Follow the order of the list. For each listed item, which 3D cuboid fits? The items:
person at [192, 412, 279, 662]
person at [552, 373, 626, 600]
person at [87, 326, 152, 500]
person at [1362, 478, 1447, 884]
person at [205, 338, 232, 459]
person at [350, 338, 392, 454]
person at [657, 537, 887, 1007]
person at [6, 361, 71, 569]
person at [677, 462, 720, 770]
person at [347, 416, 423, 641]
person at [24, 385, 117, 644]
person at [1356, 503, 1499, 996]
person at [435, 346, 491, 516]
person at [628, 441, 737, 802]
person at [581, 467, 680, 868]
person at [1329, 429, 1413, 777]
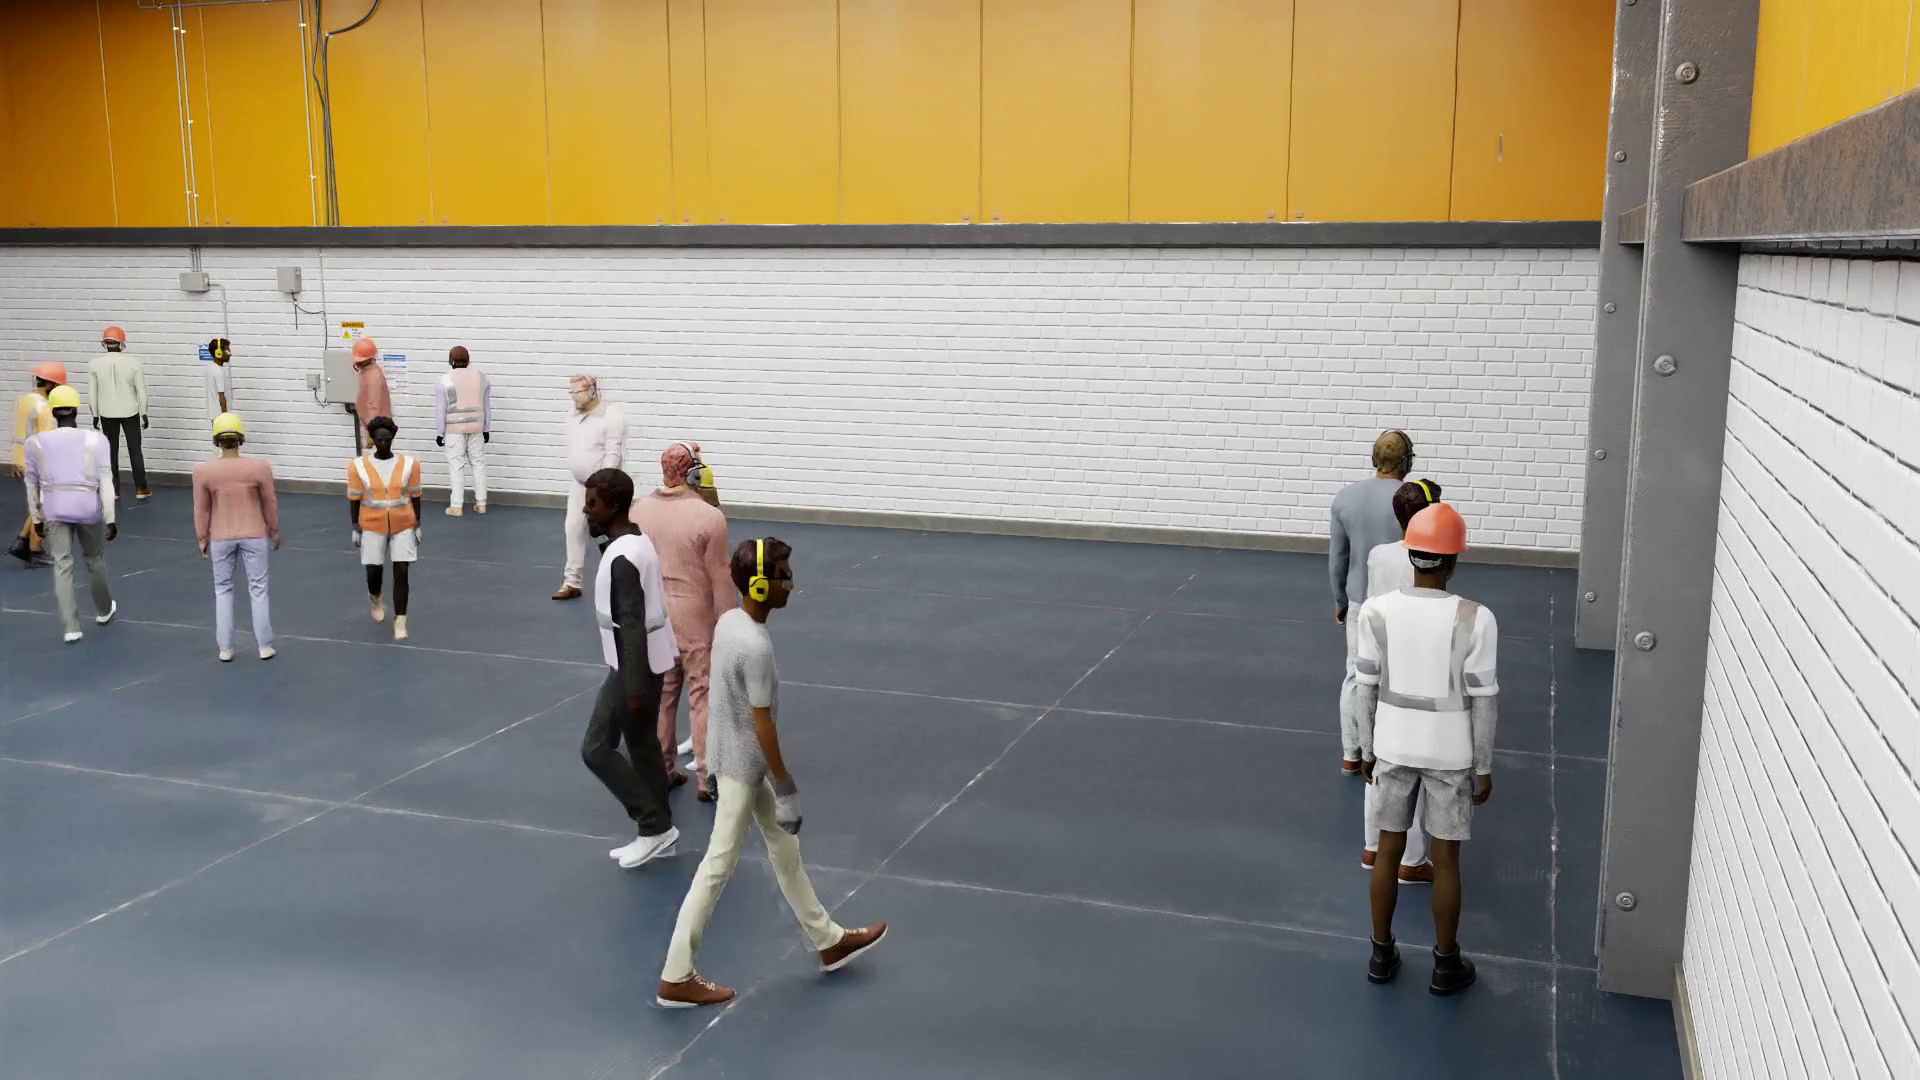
[{"bbox_3d":[-5.078,-0.012,11.685,0.537,1.766,0.323,-3,11,-17],"label":"person"},{"bbox_3d":[-3.081,-0.428,13.721,0.632,1.861,0.860,5,11,26],"label":"person"},{"bbox_3d":[-9.691,-1.462,19.184,0.614,1.993,0.395,-3,10,-16],"label":"person"},{"bbox_3d":[2.078,0.646,7.661,0.328,1.872,0.511,-5,11,-28],"label":"person"},{"bbox_3d":[-8.447,-1.373,19.048,0.310,1.864,0.532,-8,13,-37],"label":"person"},{"bbox_3d":[-6.345,-1.221,17.994,0.421,1.950,0.790,-4,11,-21],"label":"person"},{"bbox_3d":[-0.743,0.893,6.425,0.984,1.817,0.549,-3,10,-15],"label":"person"},{"bbox_3d":[-8.257,-0.667,15.012,0.611,1.886,0.509,10,14,43],"label":"person"},{"bbox_3d":[-1.479,0.410,9.342,0.289,1.746,0.487,-5,11,-26],"label":"person"},{"bbox_3d":[-4.285,-0.106,12.431,0.531,1.683,0.539,-4,11,-21],"label":"person"},{"bbox_3d":[-6.644,-0.214,12.478,0.608,1.875,0.969,-3,11,-18],"label":"person"},{"bbox_3d":[1.820,0.817,6.510,0.545,1.939,0.354,6,12,29],"label":"person"},{"bbox_3d":[-5.397,-1.185,18.059,0.630,1.843,0.429,-8,13,-39],"label":"person"},{"bbox_3d":[-1.436,0.428,8.787,0.642,1.909,0.408,5,11,26],"label":"person"},{"bbox_3d":[-1.550,0.608,7.786,0.460,1.903,0.591,-1,10,-4],"label":"person"},{"bbox_3d":[2.308,0.361,9.074,0.629,1.939,0.372,9,13,40],"label":"person"}]
